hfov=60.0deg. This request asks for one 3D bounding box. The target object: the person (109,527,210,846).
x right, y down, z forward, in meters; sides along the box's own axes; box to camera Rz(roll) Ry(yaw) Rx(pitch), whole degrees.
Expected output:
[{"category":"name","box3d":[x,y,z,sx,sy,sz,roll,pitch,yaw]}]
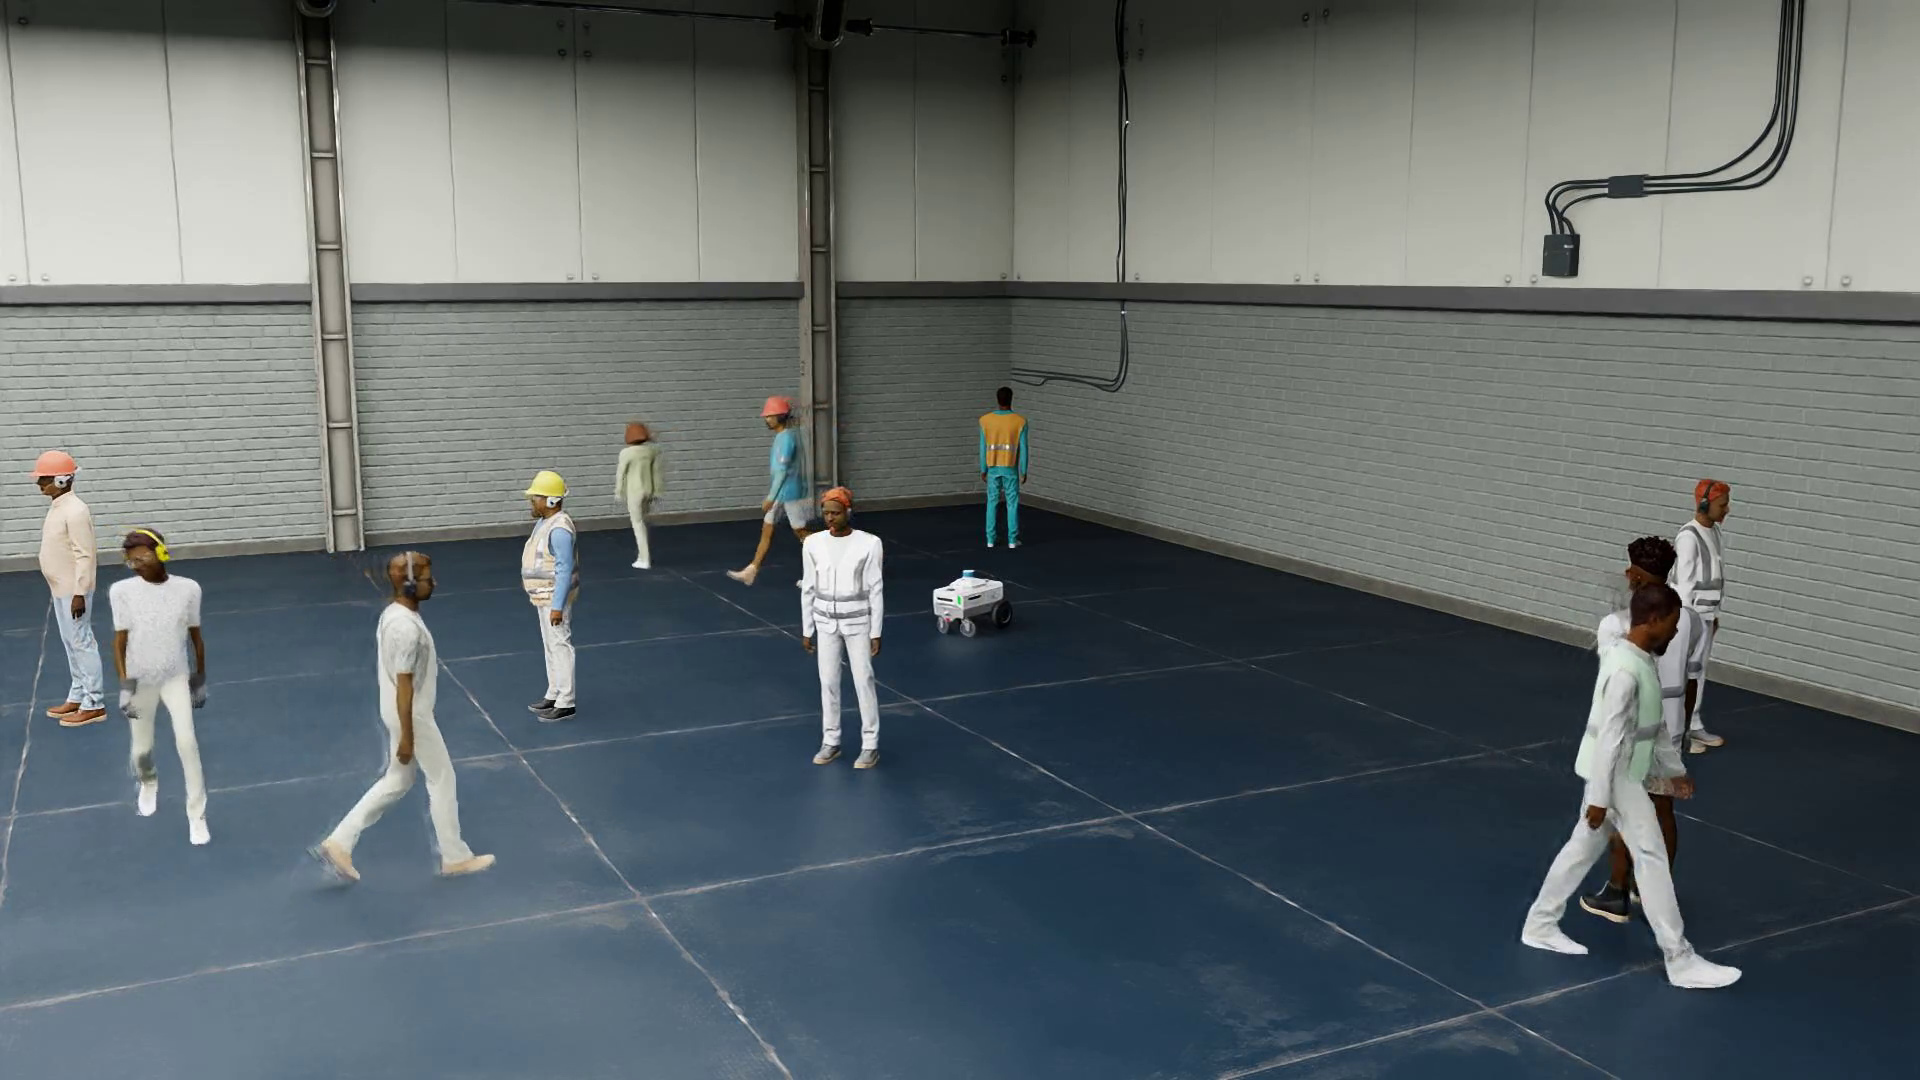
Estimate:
[{"category":"person","box3d":[-4.654,0.817,9.720,0.495,1.808,0.852,-4,10,-24]}]

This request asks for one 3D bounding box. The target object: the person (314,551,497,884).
[{"category":"person","box3d":[-2.986,0.954,8.849,0.869,1.821,0.520,-5,10,-27]}]

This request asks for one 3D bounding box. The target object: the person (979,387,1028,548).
[{"category":"person","box3d":[0.512,-0.855,19.720,0.586,1.910,0.395,2,9,12]}]

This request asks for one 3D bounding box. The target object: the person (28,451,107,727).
[{"category":"person","box3d":[-6.458,0.344,12.046,0.383,1.993,0.622,-8,12,-41]}]

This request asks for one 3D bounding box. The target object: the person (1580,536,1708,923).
[{"category":"person","box3d":[3.438,0.954,8.396,0.611,1.959,0.361,-3,10,-18]}]

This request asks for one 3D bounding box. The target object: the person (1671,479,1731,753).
[{"category":"person","box3d":[5.045,0.515,11.370,0.367,1.879,0.580,8,12,41]}]

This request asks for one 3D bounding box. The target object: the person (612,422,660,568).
[{"category":"person","box3d":[-3.584,-0.496,18.399,0.519,1.616,0.511,7,11,36]}]

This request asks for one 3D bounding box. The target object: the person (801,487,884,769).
[{"category":"person","box3d":[-0.773,0.579,10.986,0.576,1.877,0.342,3,10,17]}]

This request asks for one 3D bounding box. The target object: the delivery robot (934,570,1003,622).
[{"category":"delivery robot","box3d":[0.077,0.515,15.131,0.477,0.478,0.707,7,12,37]}]

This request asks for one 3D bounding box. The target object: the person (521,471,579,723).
[{"category":"person","box3d":[-2.992,0.405,12.159,0.404,1.837,0.590,-4,10,-25]}]

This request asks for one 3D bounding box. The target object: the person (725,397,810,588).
[{"category":"person","box3d":[-1.875,-0.472,17.097,1.066,1.980,0.620,-3,10,-19]}]

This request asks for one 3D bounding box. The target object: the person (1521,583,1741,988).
[{"category":"person","box3d":[3.128,1.112,7.750,0.969,1.858,0.587,4,10,22]}]
